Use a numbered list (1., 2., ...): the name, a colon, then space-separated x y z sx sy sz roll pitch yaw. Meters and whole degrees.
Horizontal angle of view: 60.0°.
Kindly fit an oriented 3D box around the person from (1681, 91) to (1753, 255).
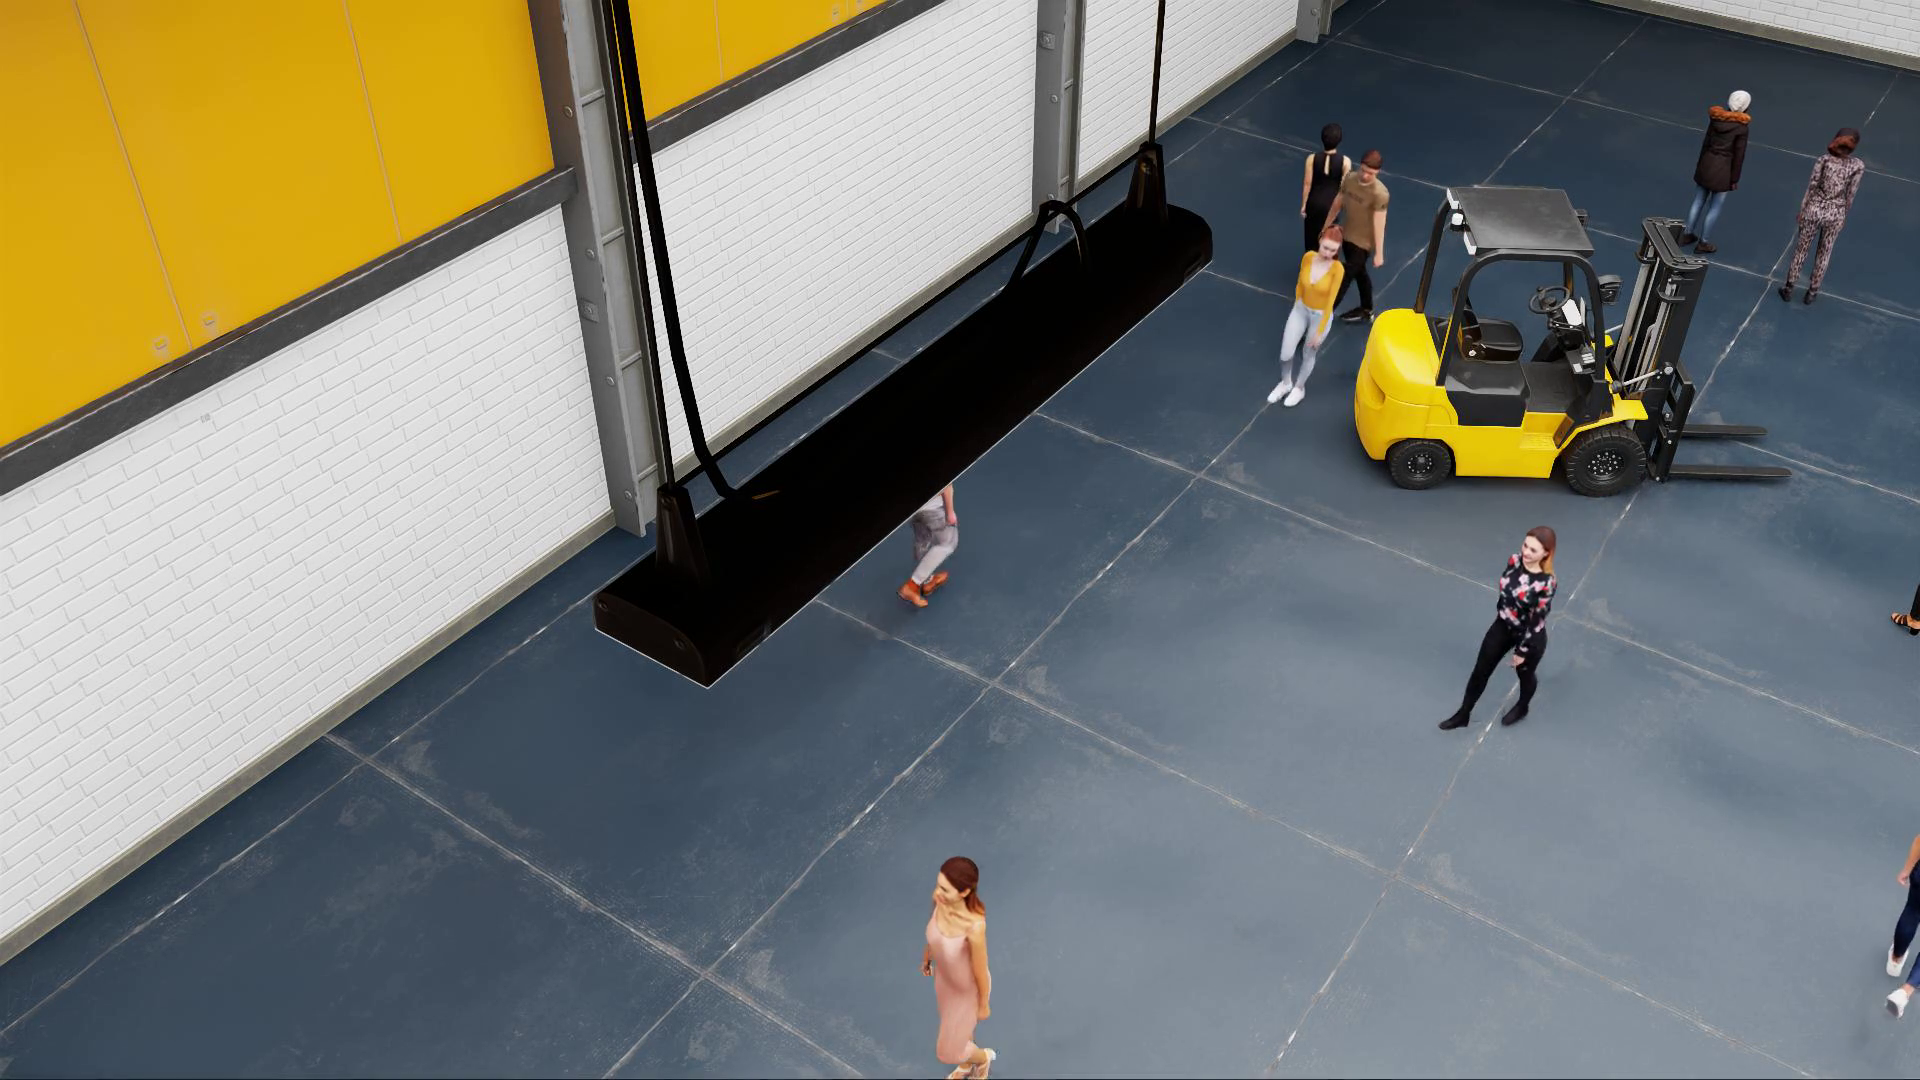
1. person: 7.297 -3.561 16.041 0.740 1.635 0.728 -20 43 -24

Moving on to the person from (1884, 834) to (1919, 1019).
1. person: 5.371 1.926 9.072 0.630 1.758 0.962 26 45 28

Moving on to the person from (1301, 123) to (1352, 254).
1. person: 3.376 -3.053 15.458 0.806 1.568 1.083 9 40 11

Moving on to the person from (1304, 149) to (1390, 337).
1. person: 3.598 -2.650 14.776 1.322 1.790 1.162 -14 41 -16

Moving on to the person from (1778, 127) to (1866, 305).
1. person: 7.906 -2.968 15.234 0.620 1.714 0.605 12 40 15

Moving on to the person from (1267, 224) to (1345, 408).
1. person: 2.981 -1.856 13.832 0.612 1.727 0.588 29 47 31

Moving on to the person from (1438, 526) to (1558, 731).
1. person: 3.712 0.578 10.844 1.016 1.652 0.828 -21 43 -25

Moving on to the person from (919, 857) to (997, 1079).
1. person: 0.078 2.259 8.606 0.753 1.819 0.714 -22 44 -25
